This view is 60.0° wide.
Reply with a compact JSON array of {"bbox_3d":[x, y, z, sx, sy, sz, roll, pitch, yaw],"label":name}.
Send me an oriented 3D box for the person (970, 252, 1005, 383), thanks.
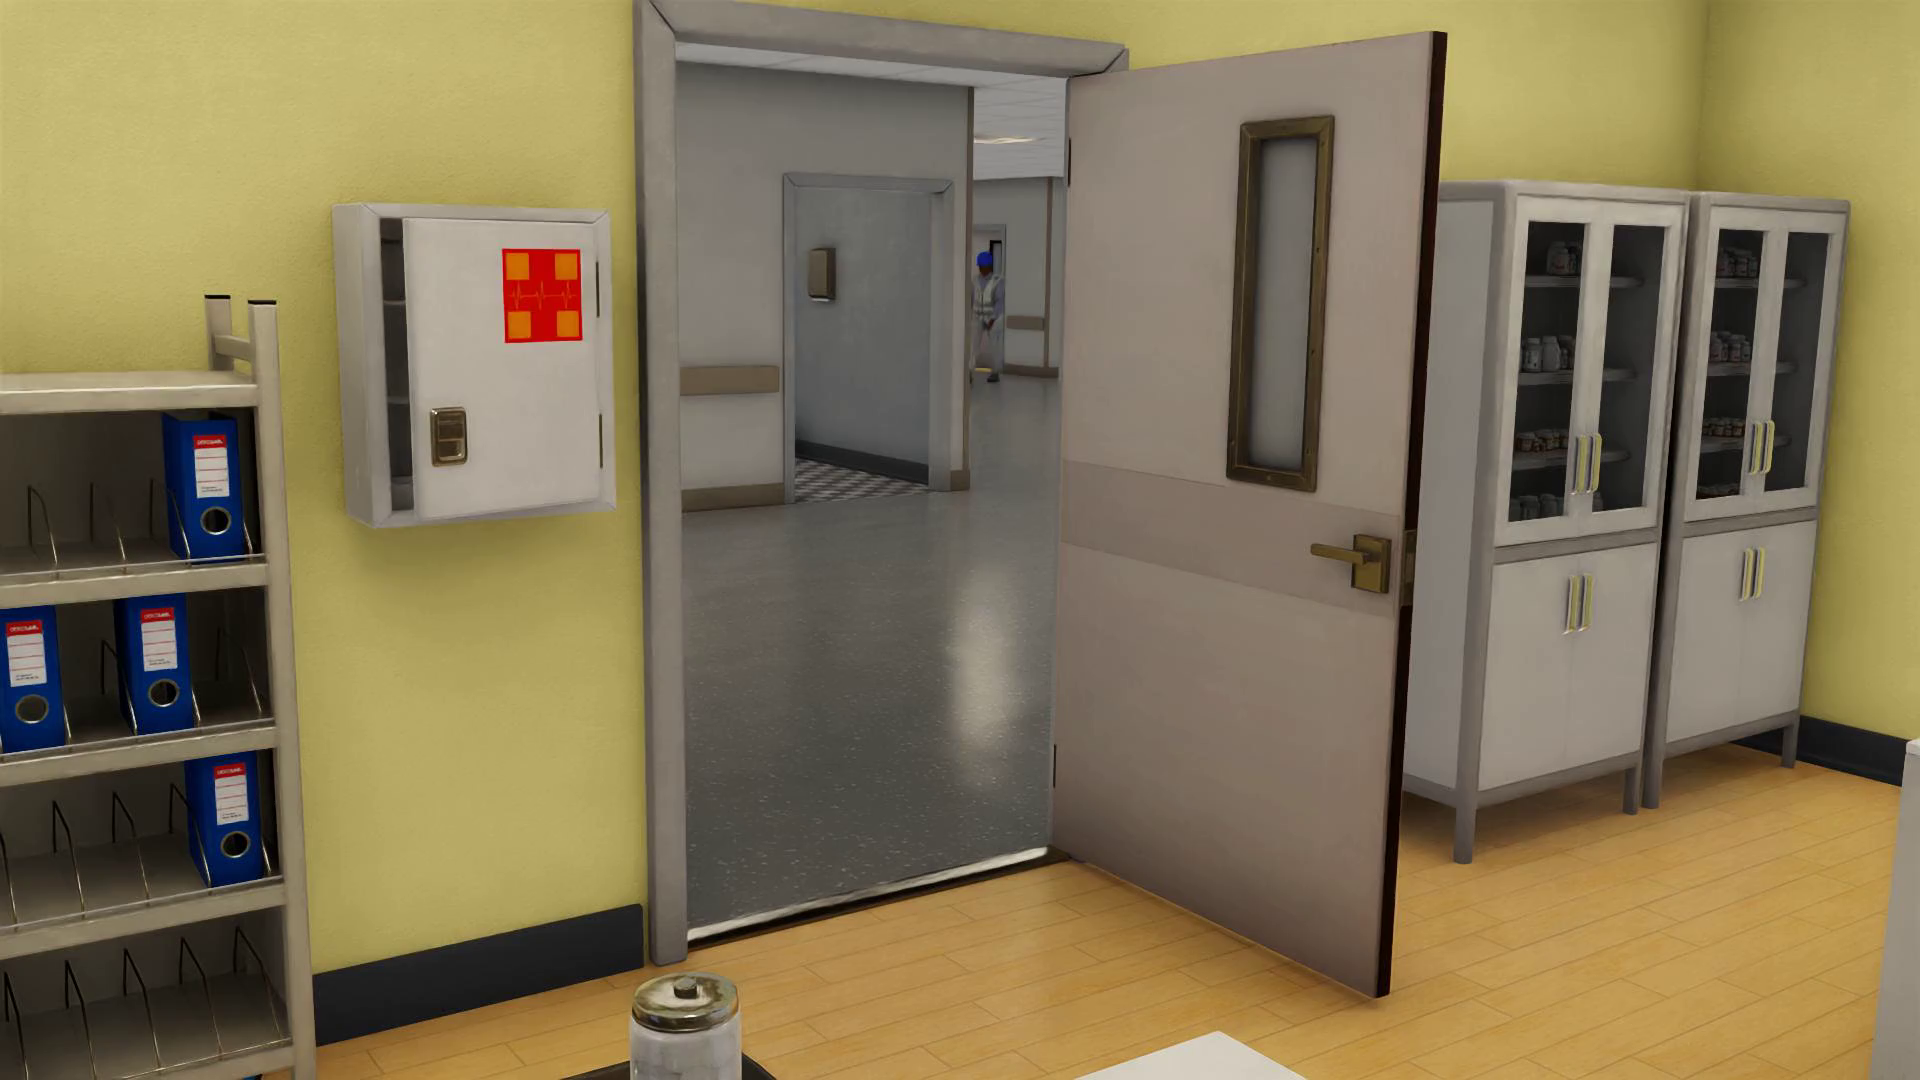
[{"bbox_3d":[0.355,-3.176,23.846,0.597,1.874,1.066,5,10,22],"label":"person"}]
